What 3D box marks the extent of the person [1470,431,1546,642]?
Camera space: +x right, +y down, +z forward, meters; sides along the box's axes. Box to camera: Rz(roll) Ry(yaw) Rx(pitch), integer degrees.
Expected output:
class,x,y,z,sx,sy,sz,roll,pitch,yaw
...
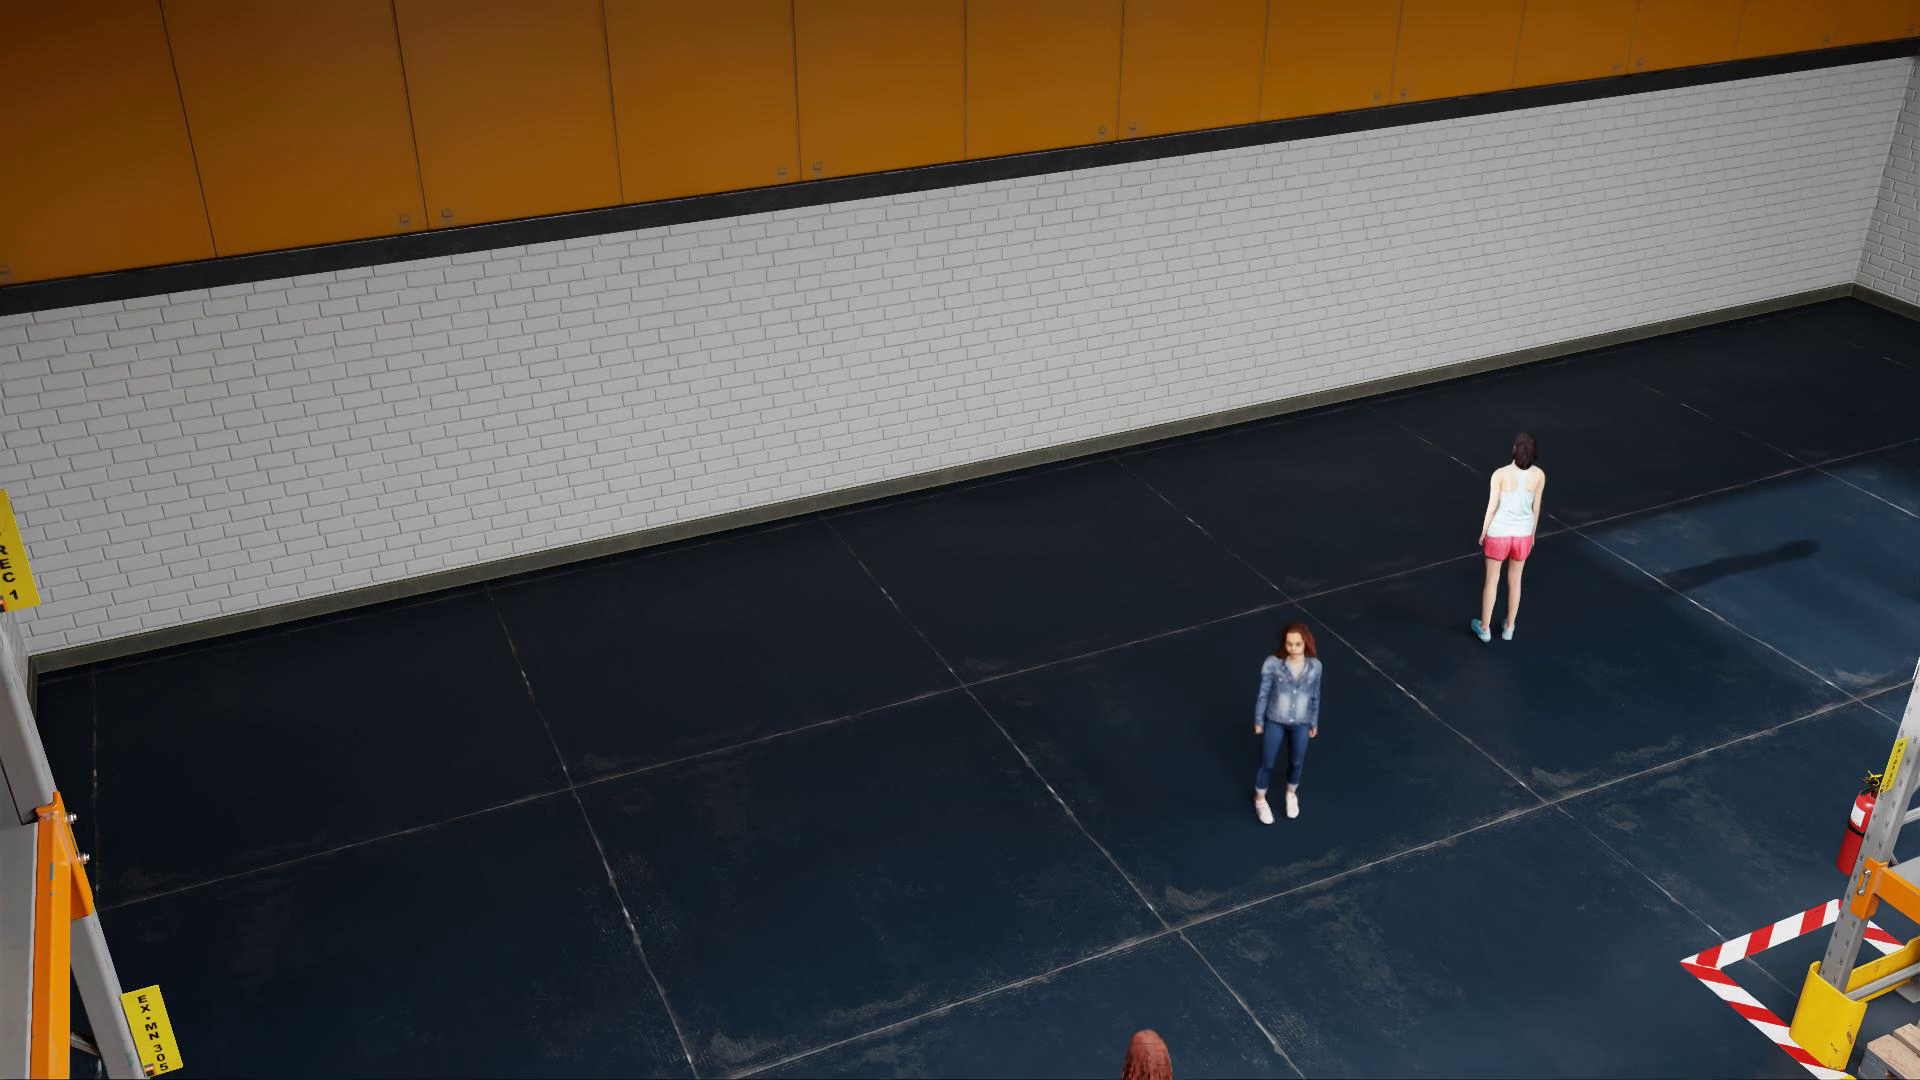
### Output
class,x,y,z,sx,sy,sz,roll,pitch,yaw
person,4.252,-0.034,12.891,0.680,1.765,0.689,0,29,1

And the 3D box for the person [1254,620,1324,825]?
class,x,y,z,sx,sy,sz,roll,pitch,yaw
person,2.153,1.175,10.977,0.664,1.475,0.674,-2,29,-4
